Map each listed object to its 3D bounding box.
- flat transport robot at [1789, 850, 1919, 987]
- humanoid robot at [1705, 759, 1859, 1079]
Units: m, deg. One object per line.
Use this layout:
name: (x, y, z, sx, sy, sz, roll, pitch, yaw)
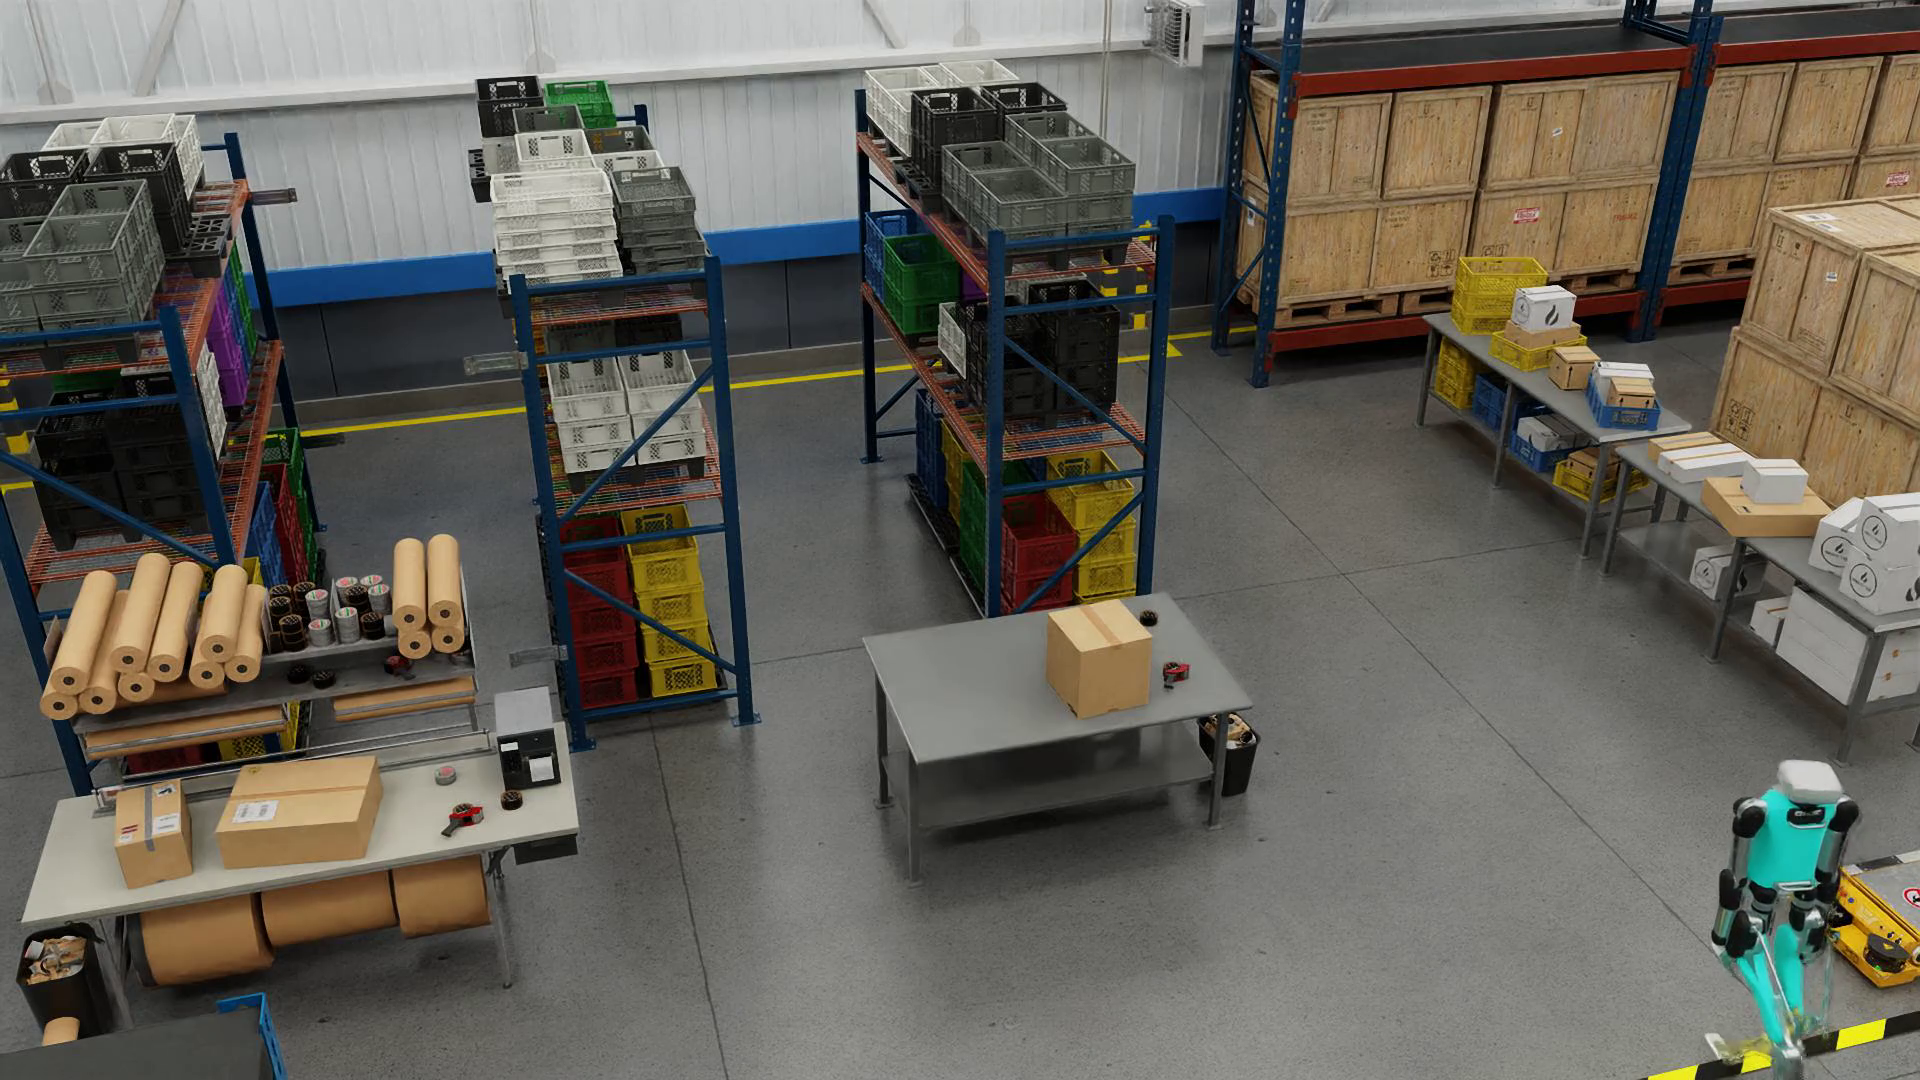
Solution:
flat transport robot: (5.163, 1.916, 8.676, 1.431, 0.231, 0.659, -8, 30, -14)
humanoid robot: (3.653, 1.896, 7.206, 0.547, 1.765, 0.944, -2, 29, -4)
